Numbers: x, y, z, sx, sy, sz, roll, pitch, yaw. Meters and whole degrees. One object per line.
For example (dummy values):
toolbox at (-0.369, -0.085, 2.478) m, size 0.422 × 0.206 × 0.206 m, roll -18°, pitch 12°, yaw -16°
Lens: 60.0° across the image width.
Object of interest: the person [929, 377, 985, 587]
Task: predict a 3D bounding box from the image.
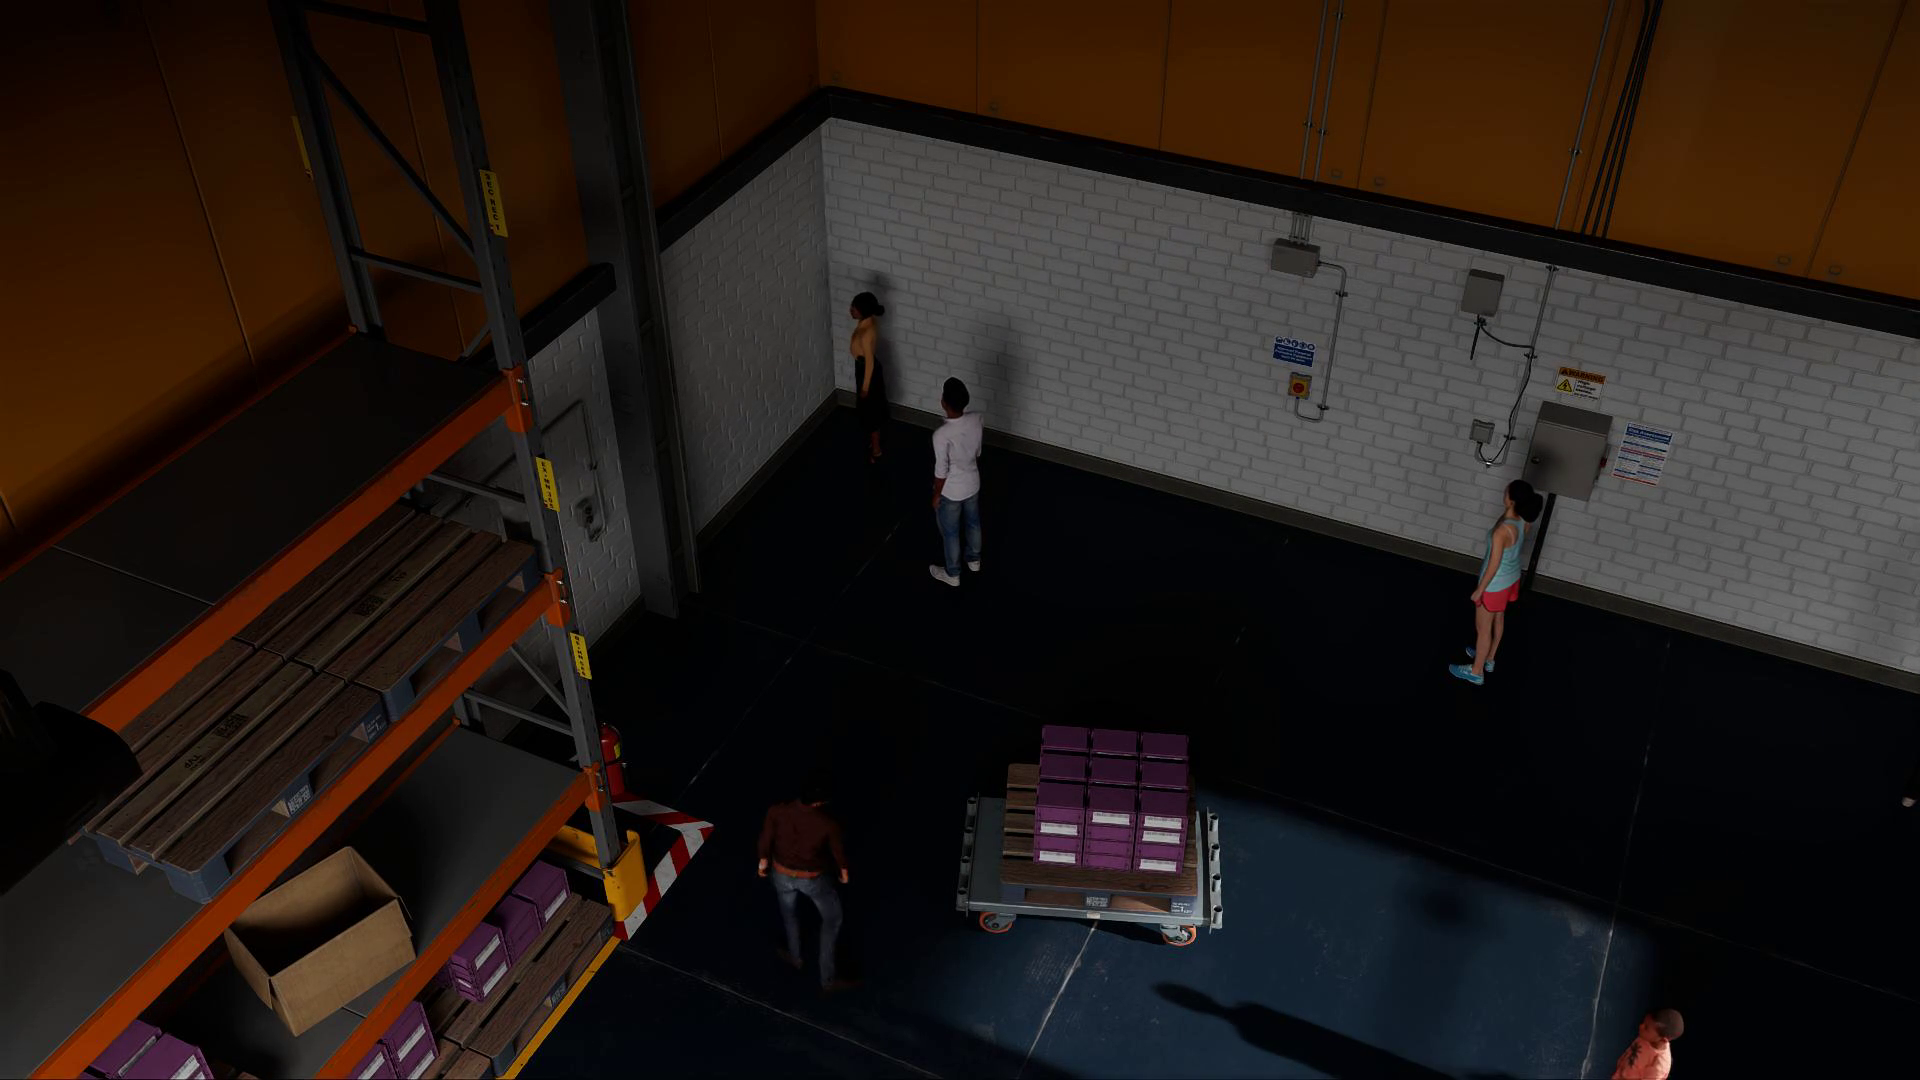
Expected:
person at (-0.018, -0.452, 12.803) m, size 0.661 × 1.816 × 0.786 m, roll -28°, pitch 47°, yaw -31°

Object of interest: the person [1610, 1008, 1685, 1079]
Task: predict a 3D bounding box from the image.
person at (3.658, 2.951, 8.950) m, size 0.571 × 1.308 × 0.449 m, roll 10°, pitch 40°, yaw 12°

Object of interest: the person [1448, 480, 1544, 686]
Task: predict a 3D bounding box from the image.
person at (3.844, 0.293, 11.912) m, size 0.616 × 1.765 × 0.717 m, roll -31°, pitch 48°, yaw -33°

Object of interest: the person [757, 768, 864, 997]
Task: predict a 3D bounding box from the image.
person at (-0.968, 1.980, 9.813) m, size 0.855 × 1.749 × 0.764 m, roll -4°, pitch 39°, yaw -6°

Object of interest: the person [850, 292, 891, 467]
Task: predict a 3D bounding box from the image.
person at (-0.774, -1.366, 14.077) m, size 0.718 × 1.655 × 0.604 m, roll 1°, pitch 39°, yaw 1°
